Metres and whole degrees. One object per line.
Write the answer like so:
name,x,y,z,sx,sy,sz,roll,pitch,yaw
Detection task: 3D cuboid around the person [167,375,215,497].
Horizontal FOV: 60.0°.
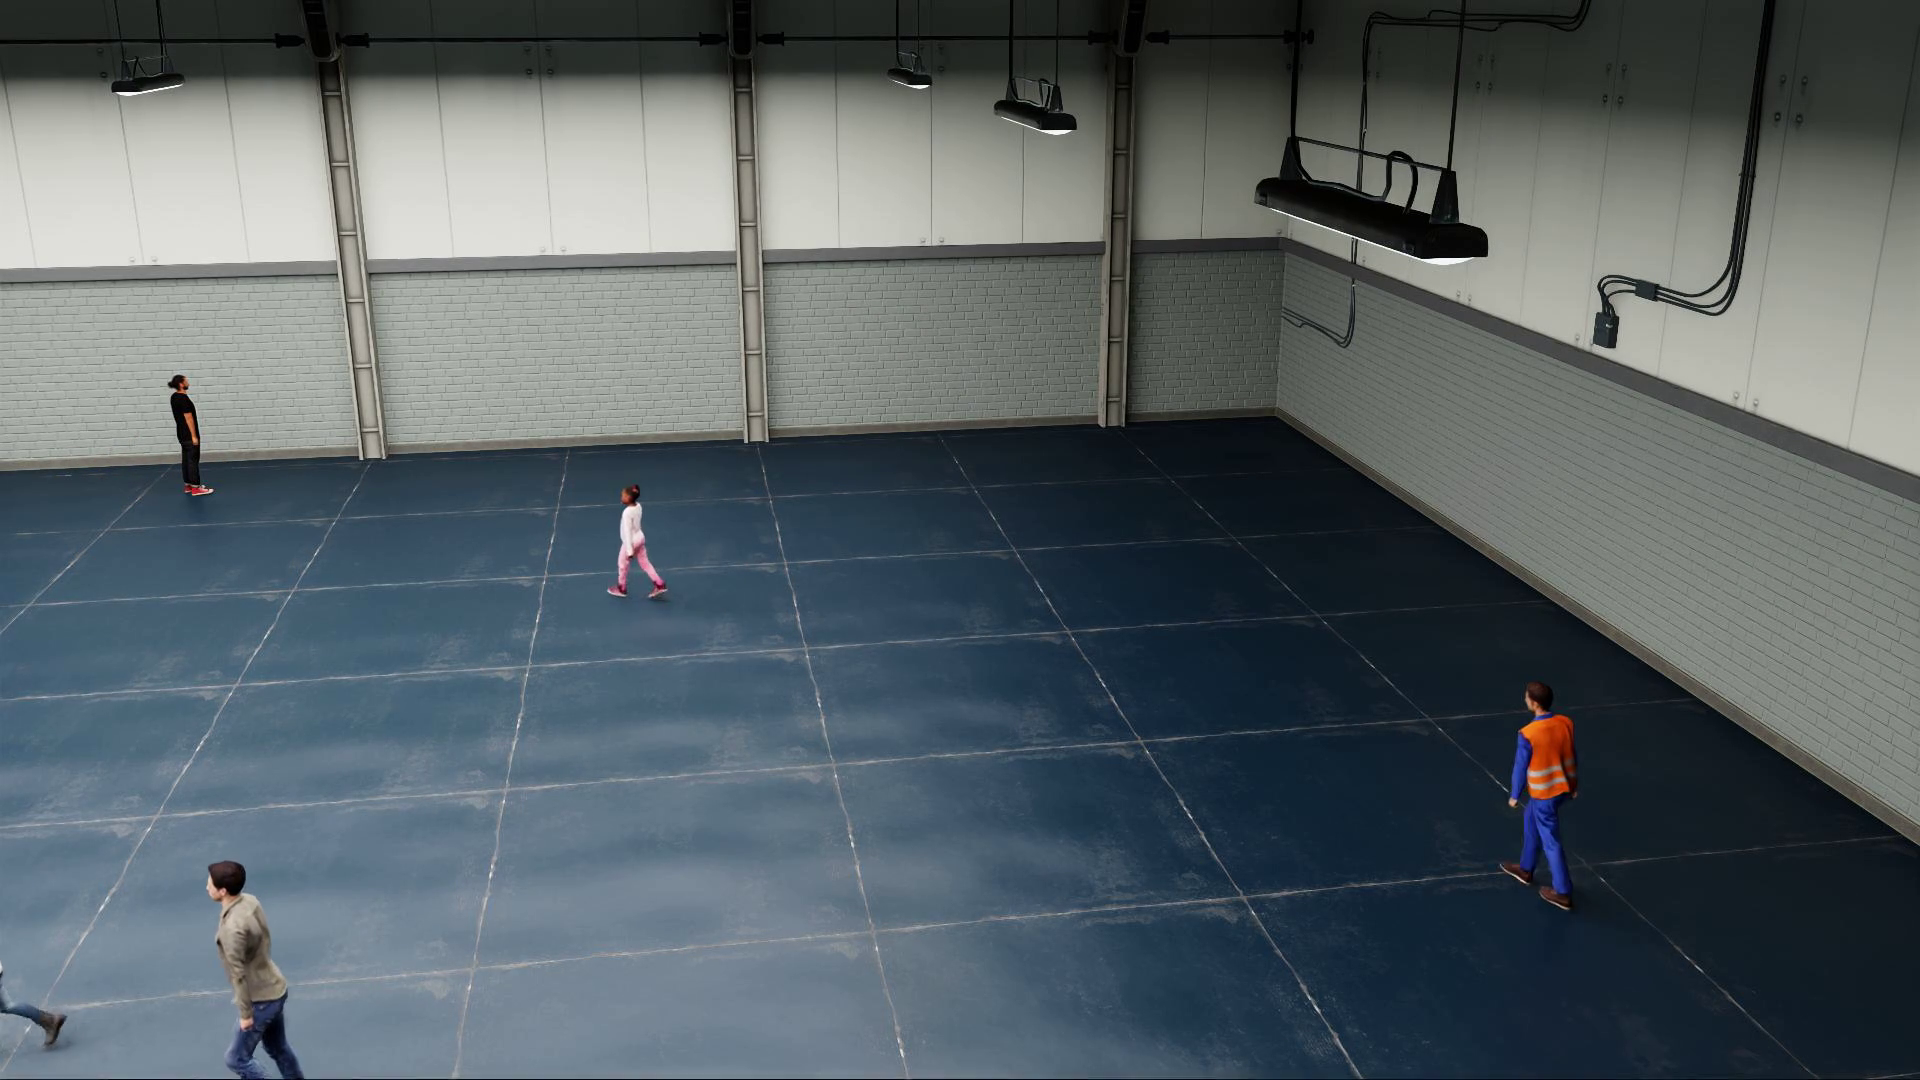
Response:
person,-11.174,-1.528,24.052,0.763,1.758,0.731,-17,25,-42

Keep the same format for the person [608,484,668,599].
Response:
person,-3.819,0.030,19.808,1.072,1.422,0.873,6,19,19

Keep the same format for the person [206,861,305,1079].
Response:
person,-4.356,2.861,10.433,0.620,1.844,0.693,-3,18,-9

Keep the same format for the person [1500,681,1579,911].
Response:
person,4.666,2.028,13.040,0.996,1.814,0.952,-9,20,-25
